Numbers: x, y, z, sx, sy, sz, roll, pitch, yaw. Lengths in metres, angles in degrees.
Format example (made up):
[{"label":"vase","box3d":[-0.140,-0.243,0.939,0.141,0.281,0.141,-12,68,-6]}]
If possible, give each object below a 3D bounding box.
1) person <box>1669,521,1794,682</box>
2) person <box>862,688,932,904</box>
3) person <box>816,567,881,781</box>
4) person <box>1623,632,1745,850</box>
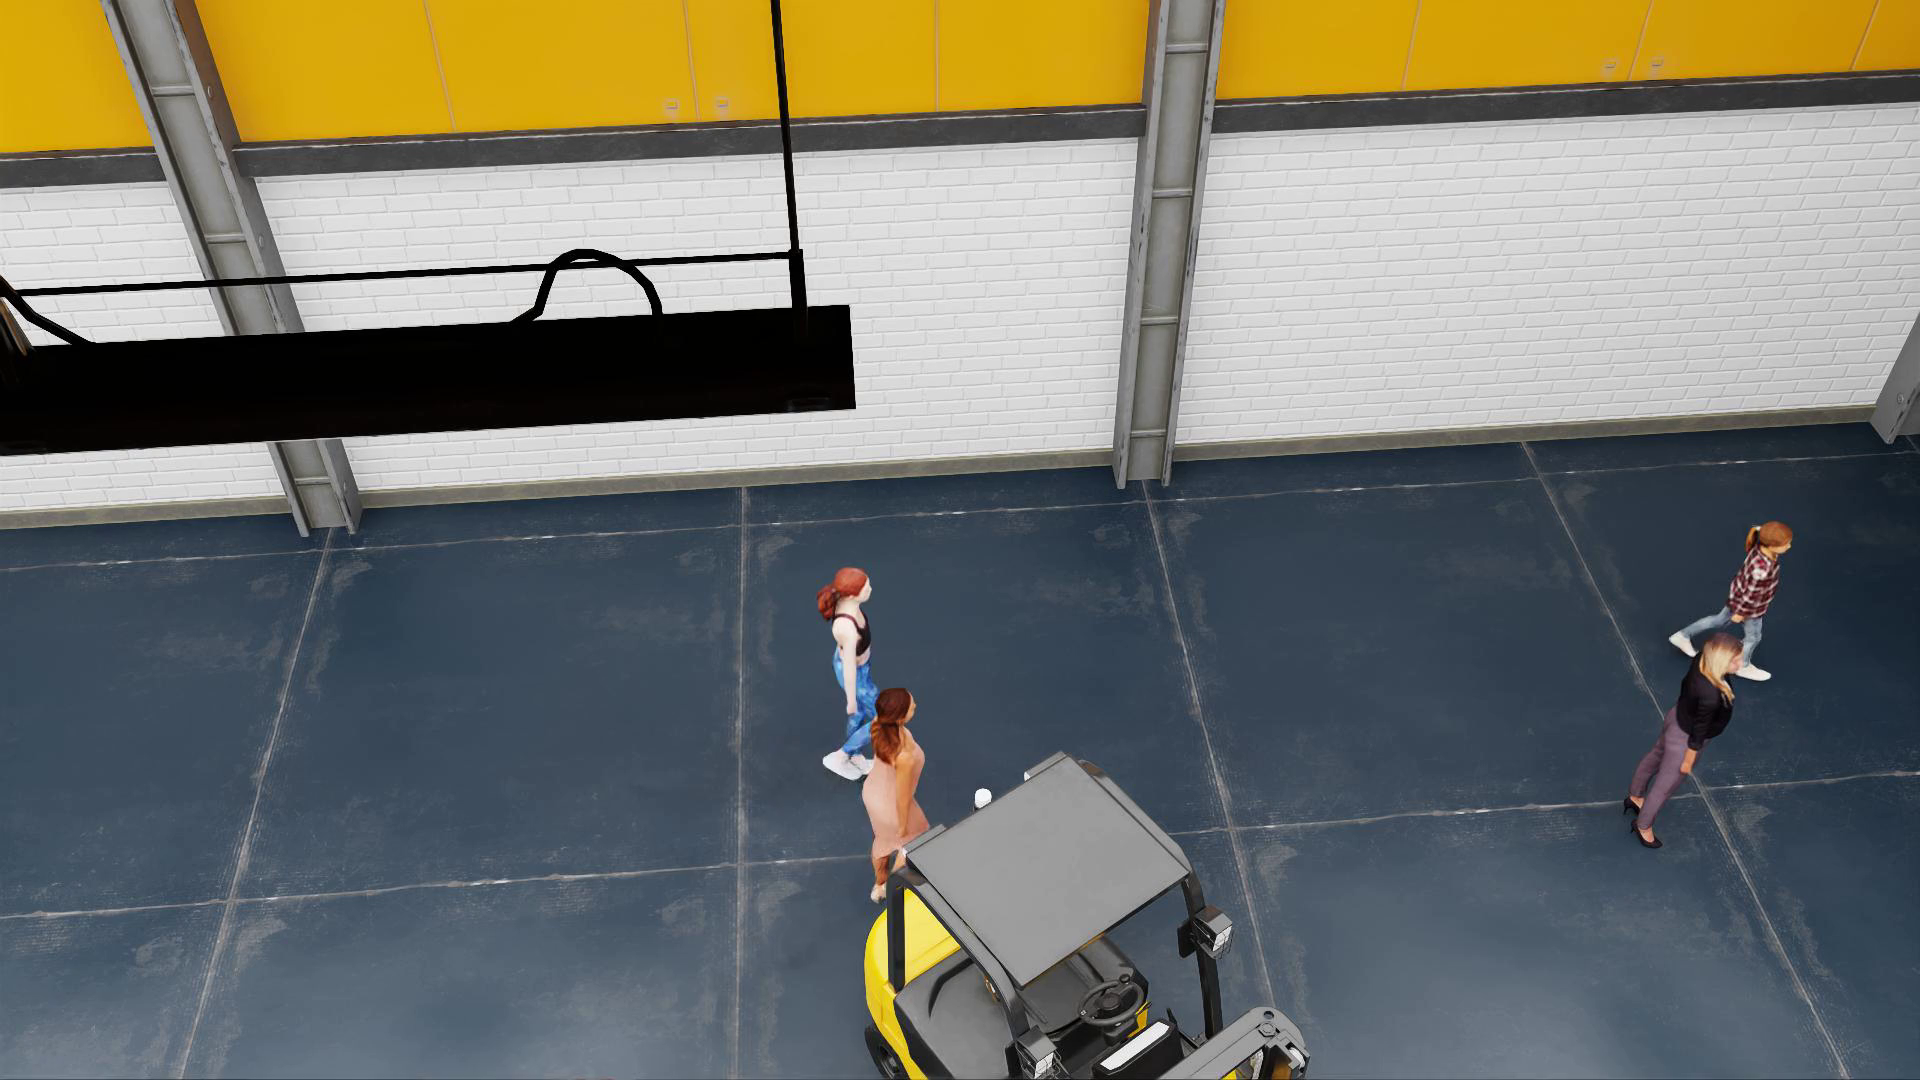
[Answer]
[{"label":"person","box3d":[5.021,0.362,10.750,0.967,1.288,0.780,15,46,15]},{"label":"person","box3d":[-0.458,1.477,9.193,0.746,1.822,0.705,-23,48,-22]},{"label":"person","box3d":[-0.702,0.841,9.893,0.697,1.777,0.611,-9,44,-9]},{"label":"person","box3d":[4.181,1.146,9.650,0.622,1.670,0.649,8,44,8]}]
